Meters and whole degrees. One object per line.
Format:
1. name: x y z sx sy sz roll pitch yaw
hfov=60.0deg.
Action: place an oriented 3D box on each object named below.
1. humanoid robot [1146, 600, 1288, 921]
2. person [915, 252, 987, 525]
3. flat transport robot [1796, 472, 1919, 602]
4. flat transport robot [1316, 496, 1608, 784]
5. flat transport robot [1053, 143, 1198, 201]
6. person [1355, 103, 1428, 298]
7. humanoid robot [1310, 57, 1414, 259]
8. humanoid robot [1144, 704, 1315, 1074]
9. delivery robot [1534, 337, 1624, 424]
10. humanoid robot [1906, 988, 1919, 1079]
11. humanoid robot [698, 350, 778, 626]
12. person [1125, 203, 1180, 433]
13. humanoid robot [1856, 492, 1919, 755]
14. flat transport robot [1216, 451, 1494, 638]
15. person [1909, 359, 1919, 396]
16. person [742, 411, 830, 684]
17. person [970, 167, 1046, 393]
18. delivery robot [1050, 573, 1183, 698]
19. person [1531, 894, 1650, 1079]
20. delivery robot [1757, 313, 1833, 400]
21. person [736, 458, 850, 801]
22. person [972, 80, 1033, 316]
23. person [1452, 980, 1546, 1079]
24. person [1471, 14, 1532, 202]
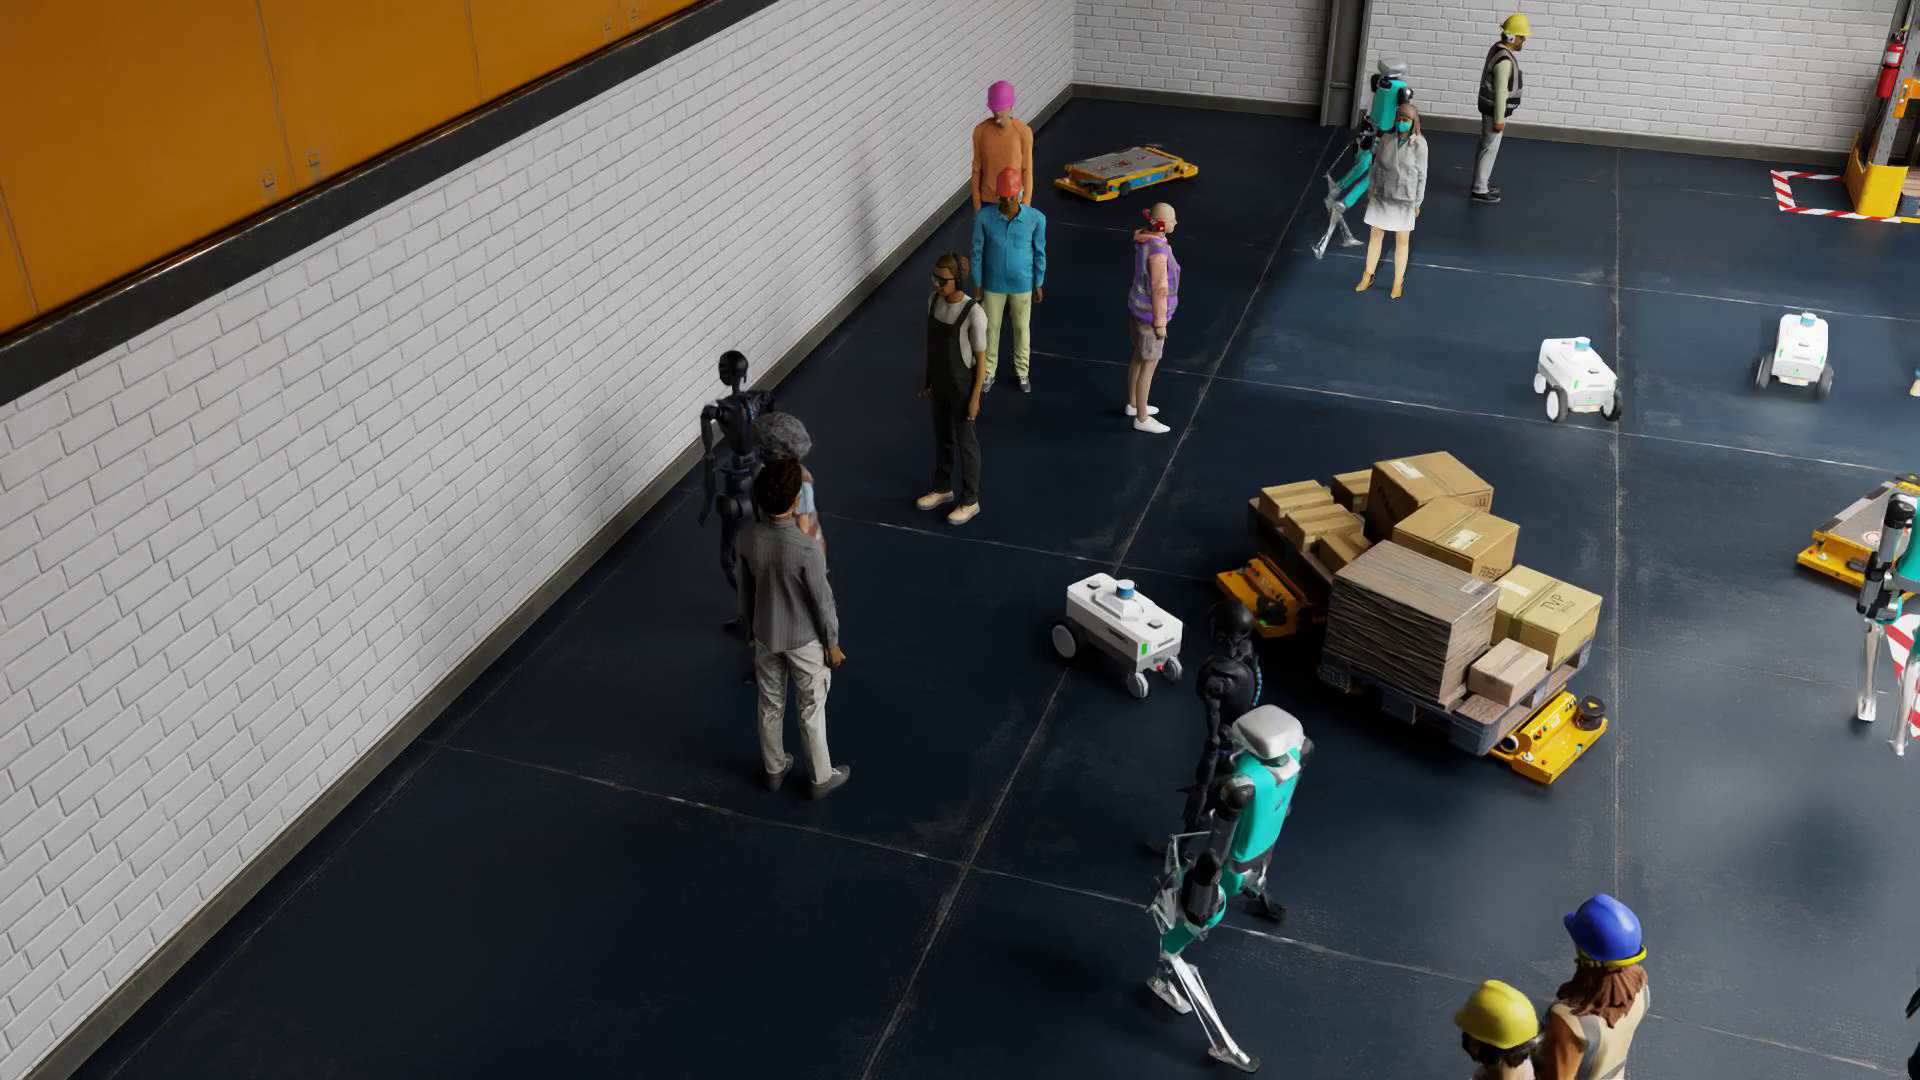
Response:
1. humanoid robot: 1.211 1.000 7.593 0.767 1.630 0.608 14 33 22
2. person: -0.050 -0.983 10.742 0.345 1.846 0.504 -26 39 -37
3. flat transport robot: 6.045 -0.029 10.674 1.431 0.231 0.659 -23 38 -34
4. flat transport robot: 2.761 0.837 9.202 1.431 0.231 0.659 26 39 37
5. flat transport robot: 1.706 -3.765 17.030 1.431 0.231 0.659 -22 37 -33
6. person: 3.692 -2.879 14.148 0.486 1.659 0.339 17 35 27
7. humanoid robot: 3.511 -3.374 14.958 0.890 1.837 0.552 -11 32 -18
8. humanoid robot: 0.994 1.355 6.873 0.875 1.758 0.537 26 39 37
9. delivery robot: 4.598 -1.227 12.423 0.499 0.587 0.769 -2 31 -3
10. humanoid robot: 3.828 1.804 6.174 0.455 1.647 0.607 -4 31 -6
11. humanoid robot: -1.240 -0.298 9.745 0.612 1.636 0.478 -25 39 -36
12. person: 1.378 -1.604 11.946 0.341 1.692 0.494 -4 31 -6
13. humanoid robot: 4.953 0.298 8.695 0.545 1.784 0.806 12 32 19
14. flat transport robot: 2.363 0.247 10.205 1.431 0.231 0.659 -10 32 -16
15. person: 7.487 -1.895 12.283 0.498 1.862 0.392 25 39 36
16. person: -0.967 0.081 9.104 0.448 1.663 0.686 25 39 36
17. person: 0.357 -1.941 12.461 0.568 1.750 0.328 1 30 2
18. delivery robot: 0.922 0.493 9.495 0.499 0.585 0.777 -21 36 -32
19. person: 2.118 1.953 5.812 0.463 1.777 0.326 -19 35 -29
20. delivery robot: 6.455 -1.432 12.794 0.499 0.610 0.788 13 33 21
21. person: -0.849 0.468 8.221 0.534 1.900 0.393 12 32 19
22. person: 0.340 -2.814 13.739 0.511 1.974 0.405 6 31 10
23. person: 1.681 2.170 5.471 0.406 1.741 0.537 13 33 20
24. person: 5.269 -4.225 16.288 0.403 1.819 0.595 5 31 9
